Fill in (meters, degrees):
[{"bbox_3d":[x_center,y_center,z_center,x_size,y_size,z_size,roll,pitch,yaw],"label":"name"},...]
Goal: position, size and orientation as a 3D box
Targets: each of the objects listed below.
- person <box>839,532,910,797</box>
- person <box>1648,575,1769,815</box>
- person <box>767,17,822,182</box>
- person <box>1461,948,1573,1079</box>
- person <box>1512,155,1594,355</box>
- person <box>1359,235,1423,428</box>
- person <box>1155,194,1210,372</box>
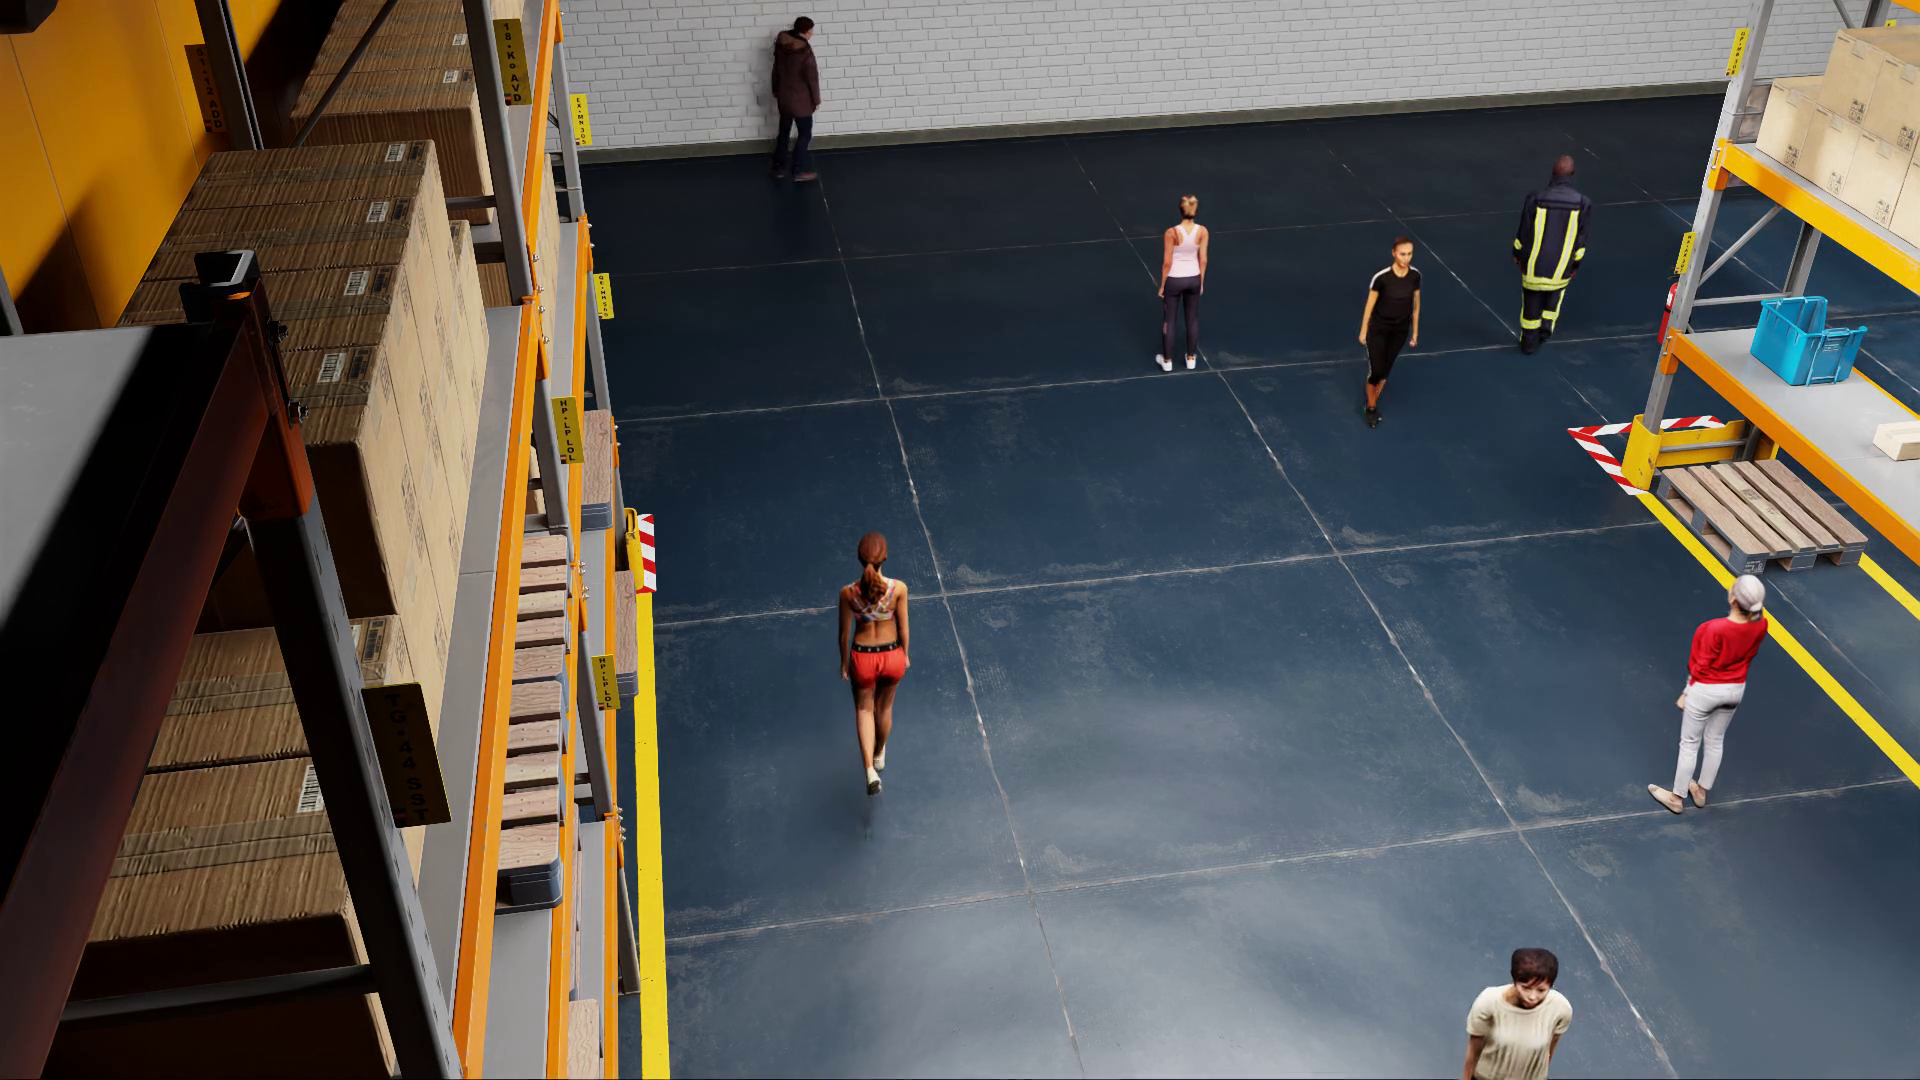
[{"bbox_3d":[-0.498,0.771,9.889,0.622,1.776,0.947,-2,34,-4],"label":"person"},{"bbox_3d":[4.432,0.902,9.767,0.555,1.694,0.561,-8,34,-12],"label":"person"},{"bbox_3d":[-1.879,-4.858,18.327,0.921,1.810,1.009,16,37,23],"label":"person"},{"bbox_3d":[2.492,2.397,7.634,0.794,1.564,0.970,6,34,9],"label":"person"},{"bbox_3d":[5.243,-2.511,14.797,0.953,1.810,1.019,10,35,15],"label":"person"},{"bbox_3d":[3.529,-1.787,13.846,0.592,1.656,0.592,-6,34,-9],"label":"person"},{"bbox_3d":[1.952,-2.258,14.566,0.561,1.644,0.499,-5,34,-8],"label":"person"}]
